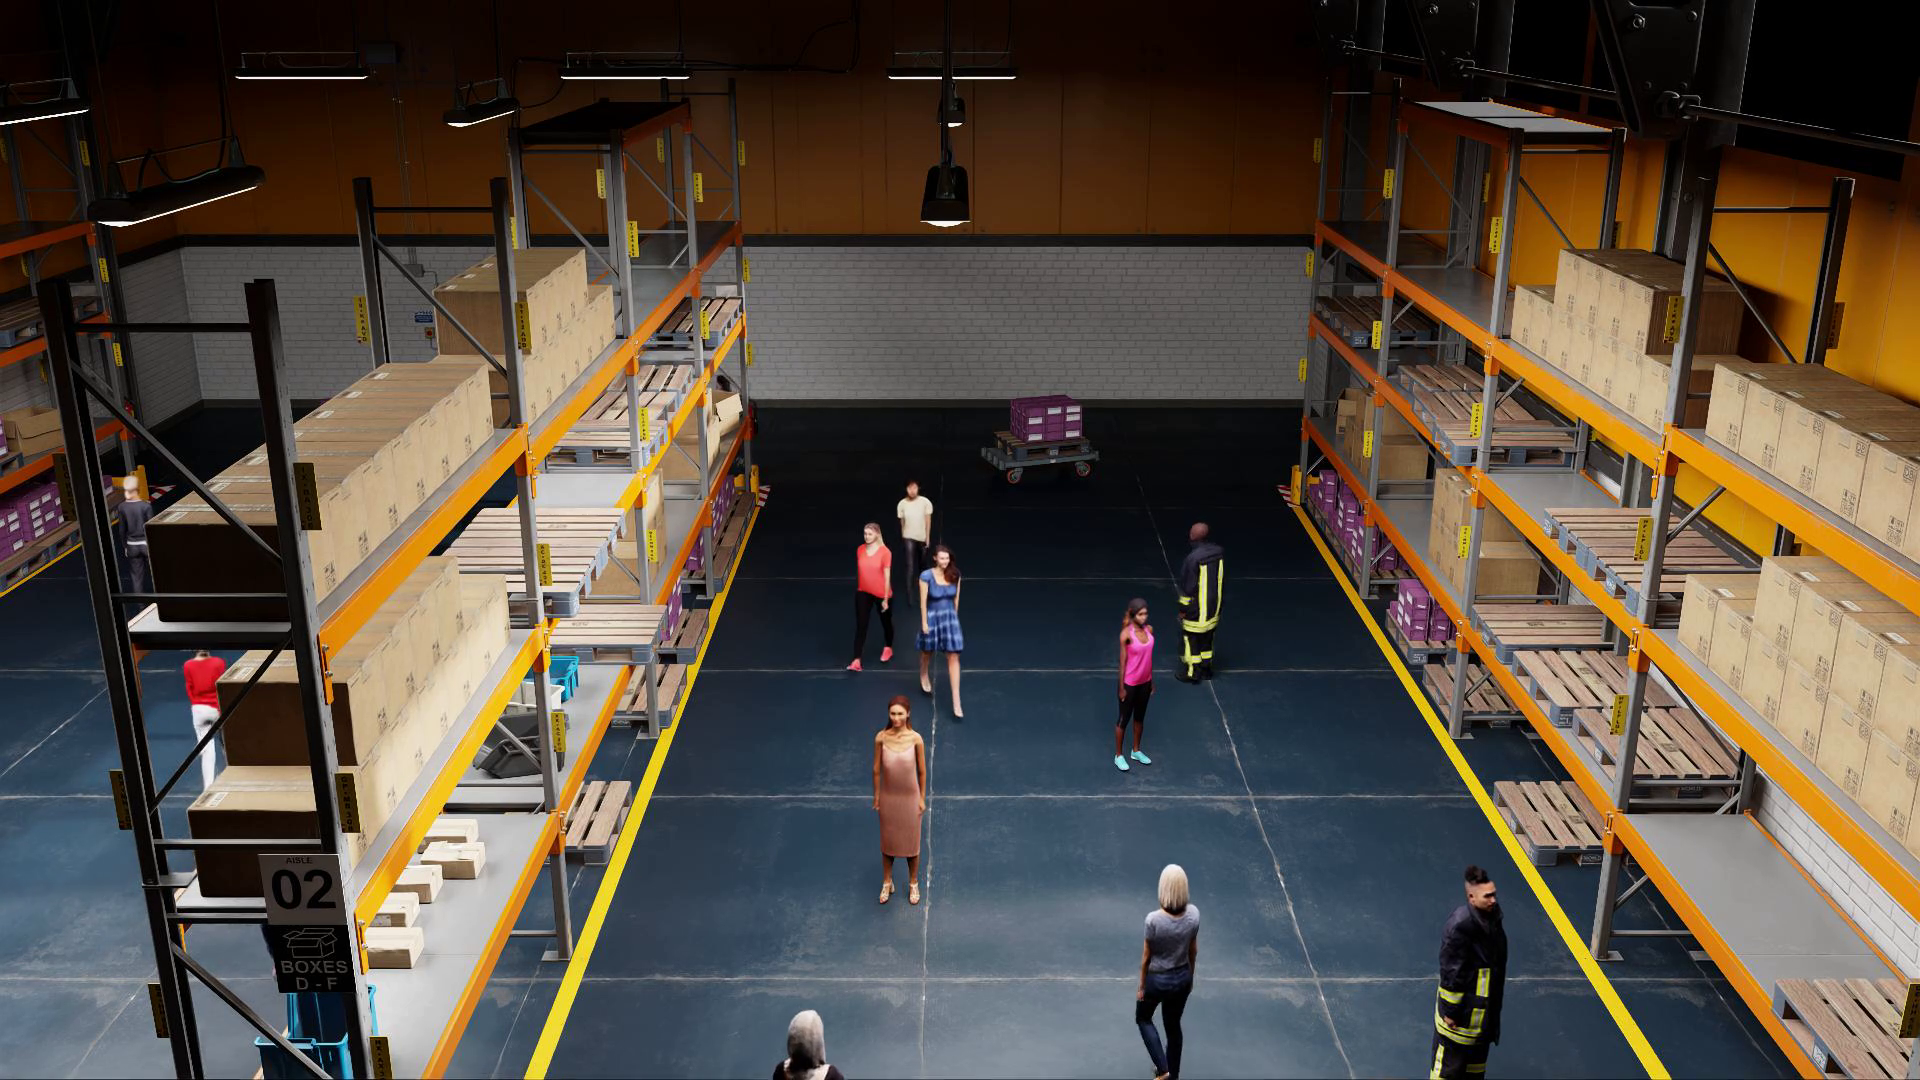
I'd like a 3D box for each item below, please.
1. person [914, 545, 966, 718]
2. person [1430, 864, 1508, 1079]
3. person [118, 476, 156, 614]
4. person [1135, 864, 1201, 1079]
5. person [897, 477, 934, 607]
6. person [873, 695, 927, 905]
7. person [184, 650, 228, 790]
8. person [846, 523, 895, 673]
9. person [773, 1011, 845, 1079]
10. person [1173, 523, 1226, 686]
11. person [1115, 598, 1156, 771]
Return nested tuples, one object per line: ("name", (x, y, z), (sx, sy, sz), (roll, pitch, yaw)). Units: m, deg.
("person", (-0.251, 0.904, 17.276), (0.900, 1.759, 1.240), (-7, 20, -19))
("person", (3.364, 2.974, 10.967), (0.884, 1.861, 0.929), (-15, 24, -38))
("person", (-9.738, 0.068, 19.809), (0.606, 1.726, 0.510), (-1, 19, -2))
("person", (1.421, 2.996, 11.136), (0.685, 1.712, 0.716), (-6, 20, -18))
("person", (-0.522, -0.021, 20.348), (0.586, 1.551, 1.003), (0, 19, -1))
("person", (-0.484, 2.113, 13.571), (0.596, 1.831, 0.537), (1, 19, 4))
("person", (-6.840, 1.673, 15.174), (0.746, 1.642, 1.216), (-4, 19, -13))
("person", (-0.888, 0.612, 18.321), (0.885, 1.645, 1.181), (7, 20, 20))
("person", (-0.860, 3.531, 9.390), (0.768, 1.813, 0.890), (8, 20, 21))
("person", (2.610, 0.649, 17.954), (0.906, 1.808, 0.925), (-6, 20, -18))
("person", (1.681, 1.360, 15.977), (0.660, 1.724, 0.689), (-10, 21, -28))
